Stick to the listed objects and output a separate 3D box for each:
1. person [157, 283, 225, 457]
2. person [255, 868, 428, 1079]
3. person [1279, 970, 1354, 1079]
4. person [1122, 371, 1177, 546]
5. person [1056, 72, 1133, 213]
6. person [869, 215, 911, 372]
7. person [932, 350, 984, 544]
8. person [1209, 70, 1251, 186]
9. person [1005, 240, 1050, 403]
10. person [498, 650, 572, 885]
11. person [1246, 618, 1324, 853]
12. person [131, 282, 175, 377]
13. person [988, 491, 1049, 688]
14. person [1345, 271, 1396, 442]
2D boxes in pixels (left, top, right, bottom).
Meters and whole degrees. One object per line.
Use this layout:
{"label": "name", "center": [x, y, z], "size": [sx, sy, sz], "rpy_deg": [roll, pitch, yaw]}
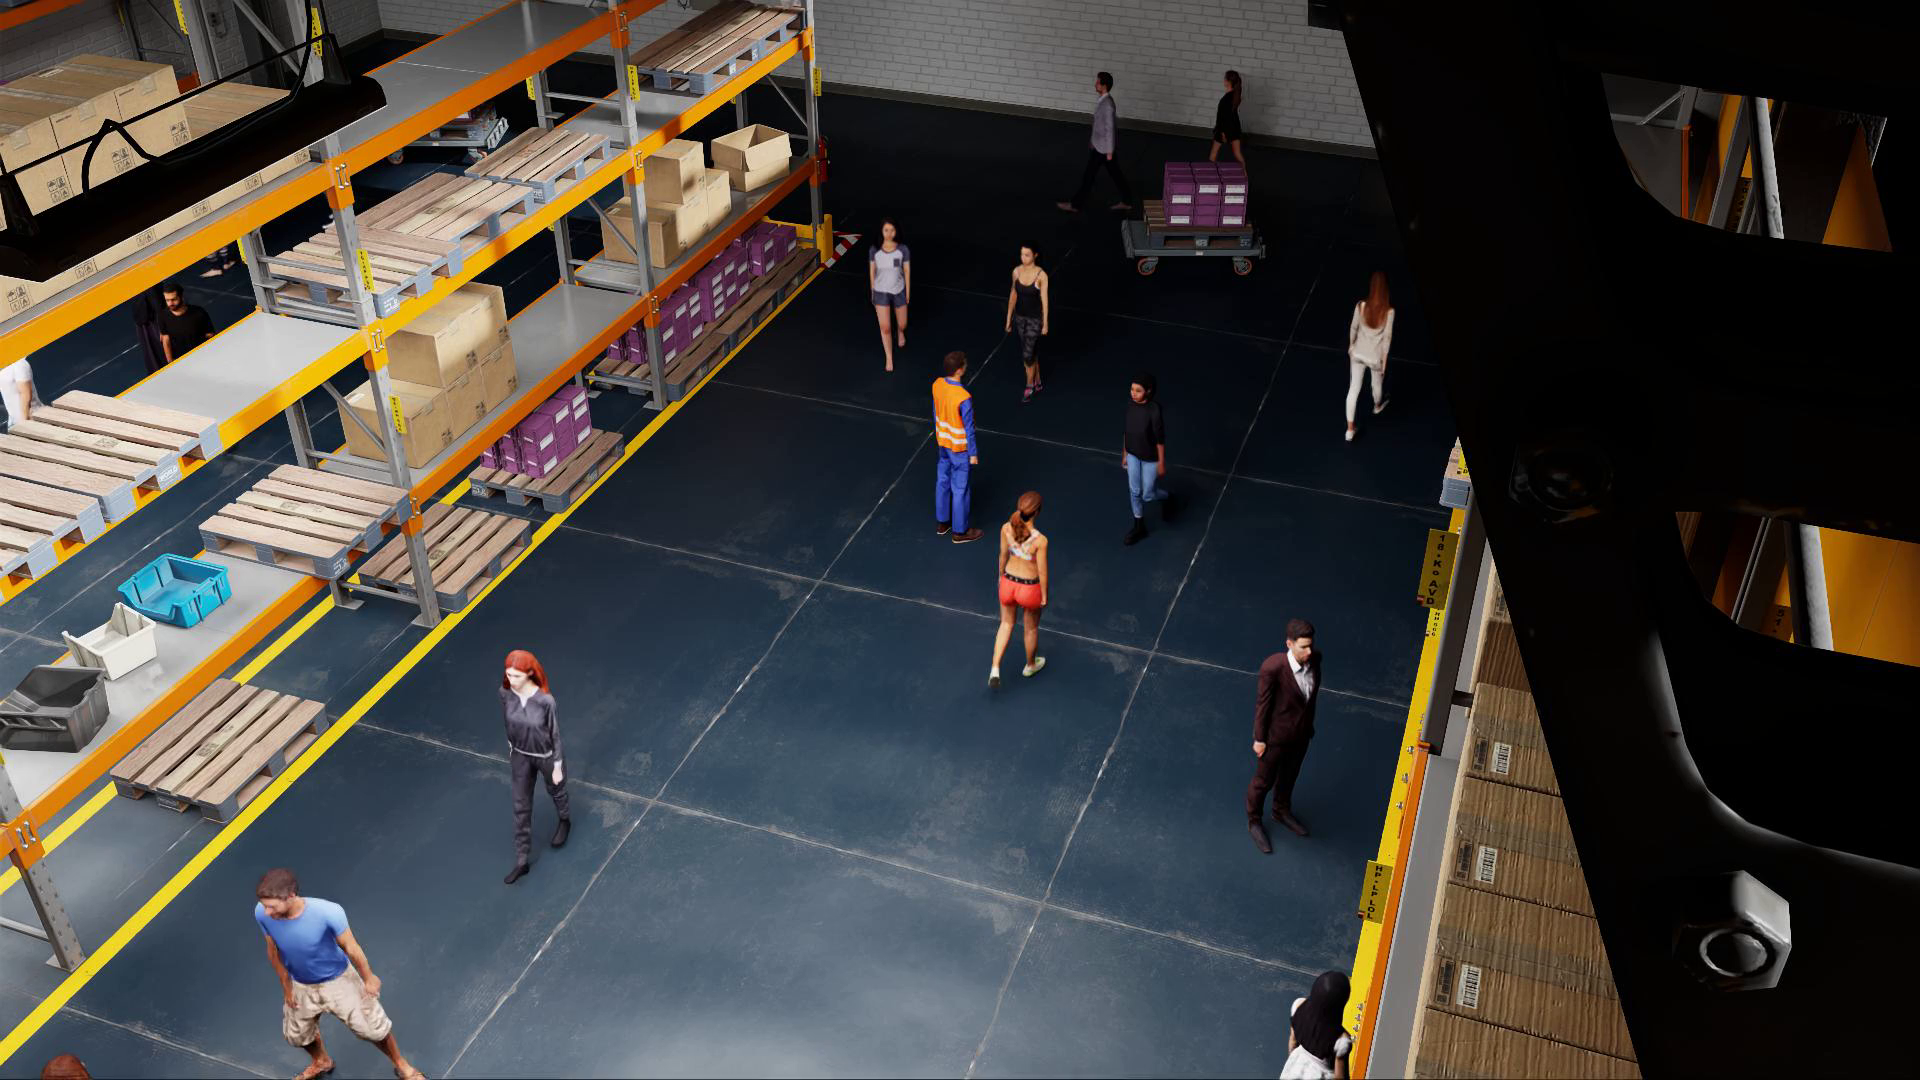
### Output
{"label": "person", "center": [-7.394, -1.743, 16.188], "size": [0.896, 1.722, 1.148], "rpy_deg": [-3, 34, -4]}
{"label": "person", "center": [-3.653, 2.523, 9.670], "size": [1.063, 1.834, 0.811], "rpy_deg": [-7, 34, -10]}
{"label": "person", "center": [1.910, 2.993, 9.021], "size": [0.812, 1.769, 0.781], "rpy_deg": [-22, 40, -30]}
{"label": "person", "center": [1.680, -0.758, 14.738], "size": [0.785, 1.688, 0.914], "rpy_deg": [25, 41, 33]}
{"label": "person", "center": [1.905, -4.956, 20.957], "size": [1.015, 1.795, 1.239], "rpy_deg": [1, 34, 2]}
{"label": "person", "center": [-0.737, -2.655, 17.588], "size": [0.742, 1.693, 0.902], "rpy_deg": [1, 34, 1]}
{"label": "person", "center": [-0.042, -0.836, 14.696], "size": [0.794, 1.865, 0.784], "rpy_deg": [-24, 40, -31]}
{"label": "person", "center": [3.599, -5.369, 21.829], "size": [1.078, 1.518, 0.973], "rpy_deg": [-24, 40, -31]}
{"label": "person", "center": [0.767, -2.276, 16.997], "size": [0.663, 1.715, 0.736], "rpy_deg": [22, 40, 30]}
{"label": "person", "center": [-2.852, 1.423, 11.399], "size": [0.686, 1.752, 0.995], "rpy_deg": [8, 34, 11]}
{"label": "person", "center": [2.245, 1.300, 11.483], "size": [0.759, 1.864, 0.834], "rpy_deg": [-17, 37, -24]}
{"label": "person", "center": [-8.246, -2.234, 17.025], "size": [0.669, 1.615, 0.676], "rpy_deg": [23, 40, 30]}
{"label": "person", "center": [0.438, 0.413, 12.895], "size": [0.696, 1.777, 0.963], "rpy_deg": [17, 37, 24]}
{"label": "person", "center": [3.957, -1.743, 16.237], "size": [0.731, 1.669, 1.120], "rpy_deg": [18, 38, 25]}
